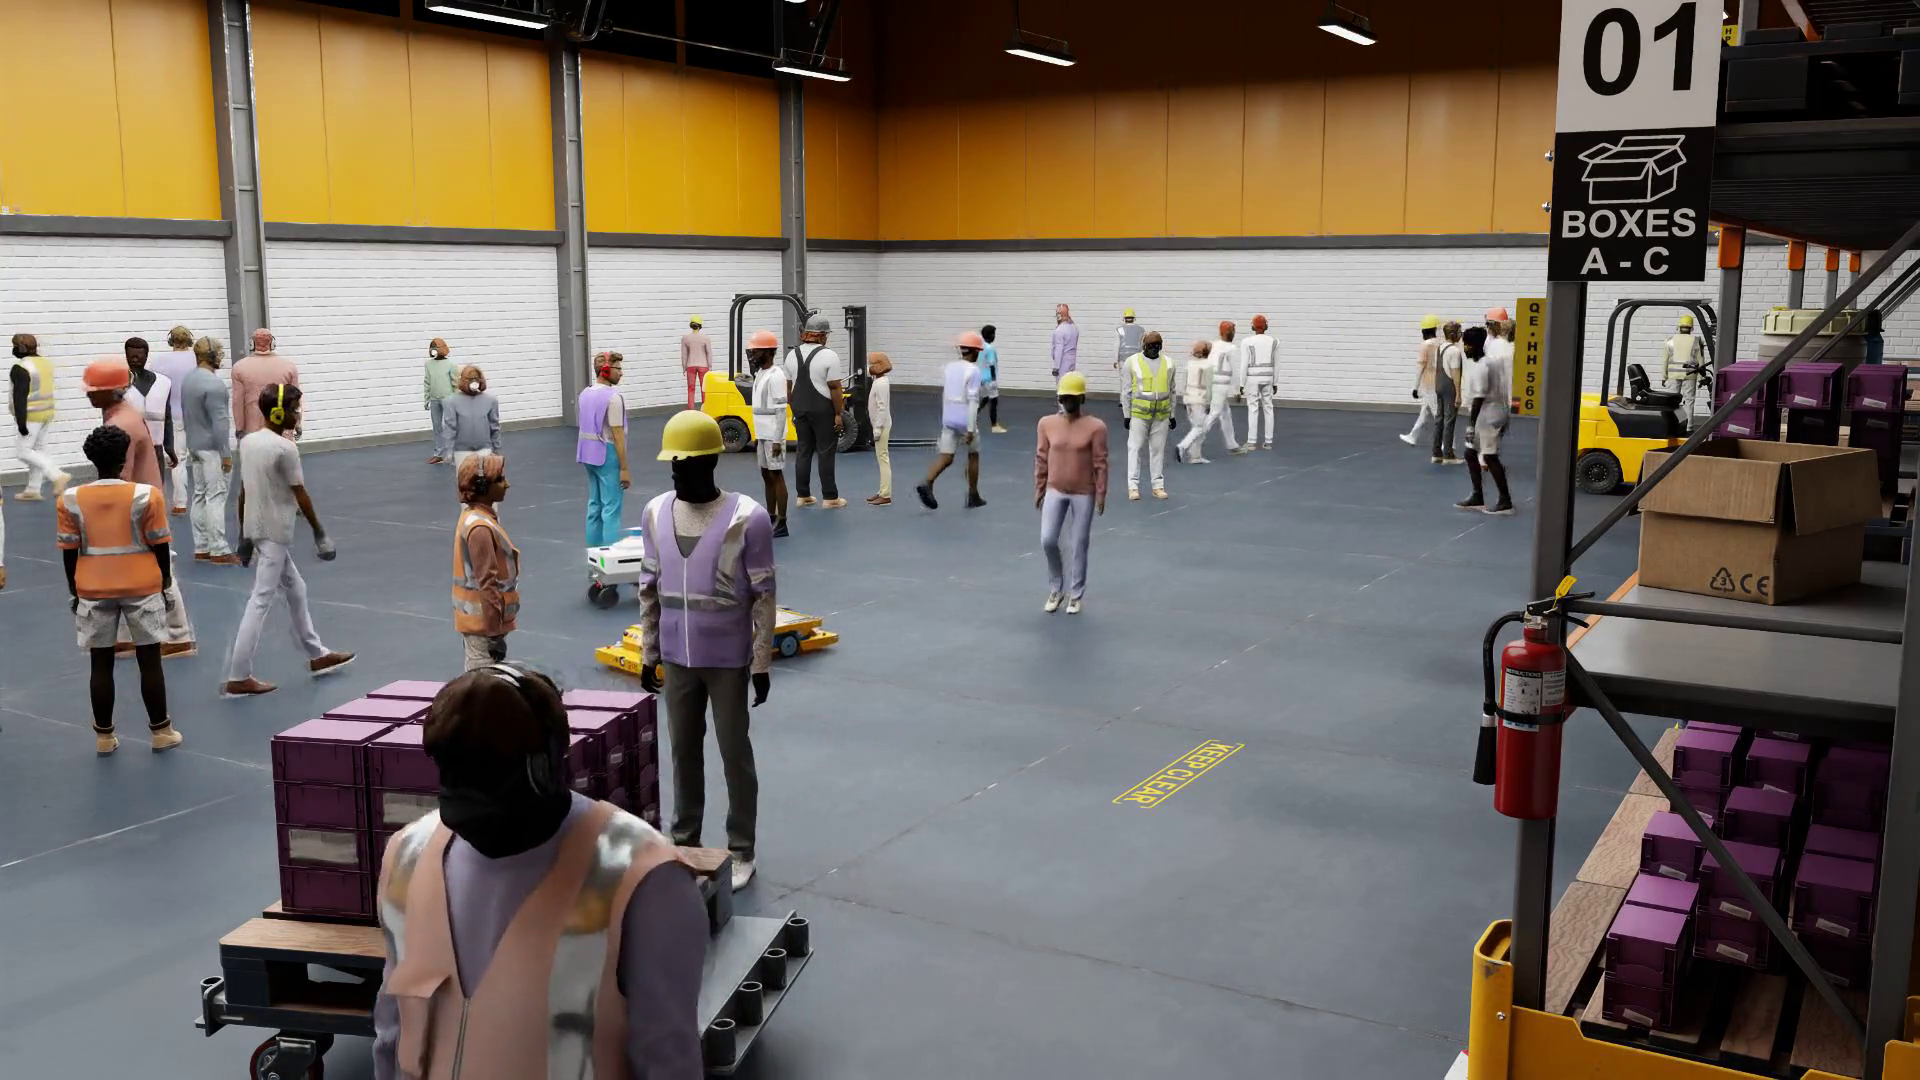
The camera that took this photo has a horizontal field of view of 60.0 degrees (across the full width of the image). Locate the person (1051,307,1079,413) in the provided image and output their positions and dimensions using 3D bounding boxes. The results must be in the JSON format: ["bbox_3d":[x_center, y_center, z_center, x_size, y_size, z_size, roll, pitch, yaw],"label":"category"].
[{"bbox_3d":[1.707,-2.903,27.587,0.403,1.901,0.637,6,11,32],"label":"person"}]

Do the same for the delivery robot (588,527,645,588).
[{"bbox_3d":[-2.404,0.149,12.421,0.707,0.478,0.477,-5,11,-30],"label":"delivery robot"}]

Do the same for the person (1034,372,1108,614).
[{"bbox_3d":[0.786,-0.328,11.937,0.546,1.751,0.450,2,9,15],"label":"person"}]

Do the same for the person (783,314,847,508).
[{"bbox_3d":[-1.482,-1.363,17.527,0.688,2.000,0.536,6,11,32],"label":"person"}]

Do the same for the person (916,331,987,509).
[{"bbox_3d":[-0.072,-1.224,17.227,0.528,1.872,0.921,7,12,38],"label":"person"}]

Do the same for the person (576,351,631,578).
[{"bbox_3d":[-2.844,-0.583,13.290,0.393,1.839,0.563,-8,12,-41],"label":"person"}]

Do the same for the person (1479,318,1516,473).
[{"bbox_3d":[6.667,-1.759,20.442,0.588,1.910,0.642,-1,9,-3],"label":"person"}]

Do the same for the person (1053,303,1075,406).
[{"bbox_3d":[1.908,-3.430,30.854,0.403,1.904,0.651,3,9,16],"label":"person"}]

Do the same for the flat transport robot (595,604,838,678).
[{"bbox_3d":[-1.539,0.625,10.626,1.431,0.197,0.652,-8,12,-42],"label":"flat transport robot"}]

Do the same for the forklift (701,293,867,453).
[{"bbox_3d":[-2.458,-2.344,23.176,2.313,2.155,1.214,0,9,-2],"label":"forklift"}]

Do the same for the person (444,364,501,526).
[{"bbox_3d":[-4.463,-0.795,15.279,0.517,1.628,0.373,-4,10,-24],"label":"person"}]

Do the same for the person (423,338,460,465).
[{"bbox_3d":[-6.671,-1.782,21.411,0.507,1.631,0.266,3,9,16],"label":"person"}]

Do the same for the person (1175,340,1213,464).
[{"bbox_3d":[2.978,-1.749,21.253,0.602,1.615,0.544,-5,11,-30],"label":"person"}]

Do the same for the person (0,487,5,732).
[{"bbox_3d":[-5.333,0.099,8.758,0.542,1.928,0.378,-3,10,-19],"label":"person"}]

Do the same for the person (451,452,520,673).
[{"bbox_3d":[-2.181,0.415,7.680,0.308,1.640,0.511,-4,10,-21],"label":"person"}]

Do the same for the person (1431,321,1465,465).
[{"bbox_3d":[6.284,-1.881,21.371,0.337,1.845,0.513,-3,9,-16],"label":"person"}]

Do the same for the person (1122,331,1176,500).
[{"bbox_3d":[2.070,-1.355,18.117,0.621,1.838,0.429,-2,9,-13],"label":"person"}]

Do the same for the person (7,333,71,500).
[{"bbox_3d":[-9.942,-1.314,17.882,0.652,1.827,0.649,0,9,0],"label":"person"}]

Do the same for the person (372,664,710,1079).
[{"bbox_3d":[-0.714,1.092,2.876,0.643,1.822,0.539,4,10,21],"label":"person"}]

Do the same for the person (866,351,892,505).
[{"bbox_3d":[-0.860,-1.187,17.694,0.286,1.635,0.497,-1,9,-3],"label":"person"}]

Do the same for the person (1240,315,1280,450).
[{"bbox_3d":[4.168,-2.191,23.188,0.575,1.882,0.360,-2,9,-11],"label":"person"}]

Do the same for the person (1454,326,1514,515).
[{"bbox_3d":[5.346,-1.213,16.945,0.720,1.917,0.623,3,10,18],"label":"person"}]

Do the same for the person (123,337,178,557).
[{"bbox_3d":[-7.042,-0.783,14.299,0.395,1.917,0.590,7,12,38],"label":"person"}]

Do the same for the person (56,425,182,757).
[{"bbox_3d":[-4.270,0.263,8.459,0.531,1.693,0.320,-2,9,-13],"label":"person"}]

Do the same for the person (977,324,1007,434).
[{"bbox_3d":[0.401,-2.461,25.490,0.564,1.691,0.543,-4,10,-22],"label":"person"}]

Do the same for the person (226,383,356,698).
[{"bbox_3d":[-3.963,-0.017,9.823,0.521,1.813,0.971,8,12,40],"label":"person"}]

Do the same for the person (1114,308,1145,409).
[{"bbox_3d":[3.075,-3.296,30.248,0.596,1.828,0.403,-1,9,-9],"label":"person"}]

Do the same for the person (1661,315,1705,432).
[{"bbox_3d":[10.925,-2.477,25.134,0.603,1.828,0.404,6,11,31],"label":"person"}]

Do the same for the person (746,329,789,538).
[{"bbox_3d":[-1.794,-0.985,15.483,0.370,1.939,0.543,-4,10,-26],"label":"person"}]

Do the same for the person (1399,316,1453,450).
[{"bbox_3d":[6.564,-2.199,23.289,0.588,1.863,1.023,-7,11,-37],"label":"person"}]

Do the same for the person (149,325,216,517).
[{"bbox_3d":[-7.841,-1.205,16.859,0.633,1.939,0.368,-6,11,-34],"label":"person"}]

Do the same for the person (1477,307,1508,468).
[{"bbox_3d":[6.637,-1.881,20.780,0.392,2.035,0.605,2,9,10],"label":"person"}]

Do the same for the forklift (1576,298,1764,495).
[{"bbox_3d":[7.954,-1.589,18.462,2.313,2.155,1.214,5,11,30],"label":"forklift"}]

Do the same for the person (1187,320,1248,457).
[{"bbox_3d":[3.448,-2.012,22.240,0.986,1.841,0.598,-4,10,-22],"label":"person"}]

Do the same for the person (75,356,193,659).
[{"bbox_3d":[-5.220,-0.175,10.387,0.727,1.948,0.643,-6,11,-33],"label":"person"}]

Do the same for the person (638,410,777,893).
[{"bbox_3d":[-1.021,0.444,6.606,0.594,1.924,0.382,4,10,22],"label":"person"}]

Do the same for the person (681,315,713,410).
[{"bbox_3d":[-4.398,-2.879,27.842,0.524,1.769,0.315,0,9,2],"label":"person"}]

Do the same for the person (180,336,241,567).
[{"bbox_3d":[-6.303,-0.745,13.993,0.635,1.936,0.356,8,12,42],"label":"person"}]

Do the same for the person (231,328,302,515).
[{"bbox_3d":[-6.975,-1.174,16.770,0.651,1.906,0.401,-4,10,-25],"label":"person"}]
